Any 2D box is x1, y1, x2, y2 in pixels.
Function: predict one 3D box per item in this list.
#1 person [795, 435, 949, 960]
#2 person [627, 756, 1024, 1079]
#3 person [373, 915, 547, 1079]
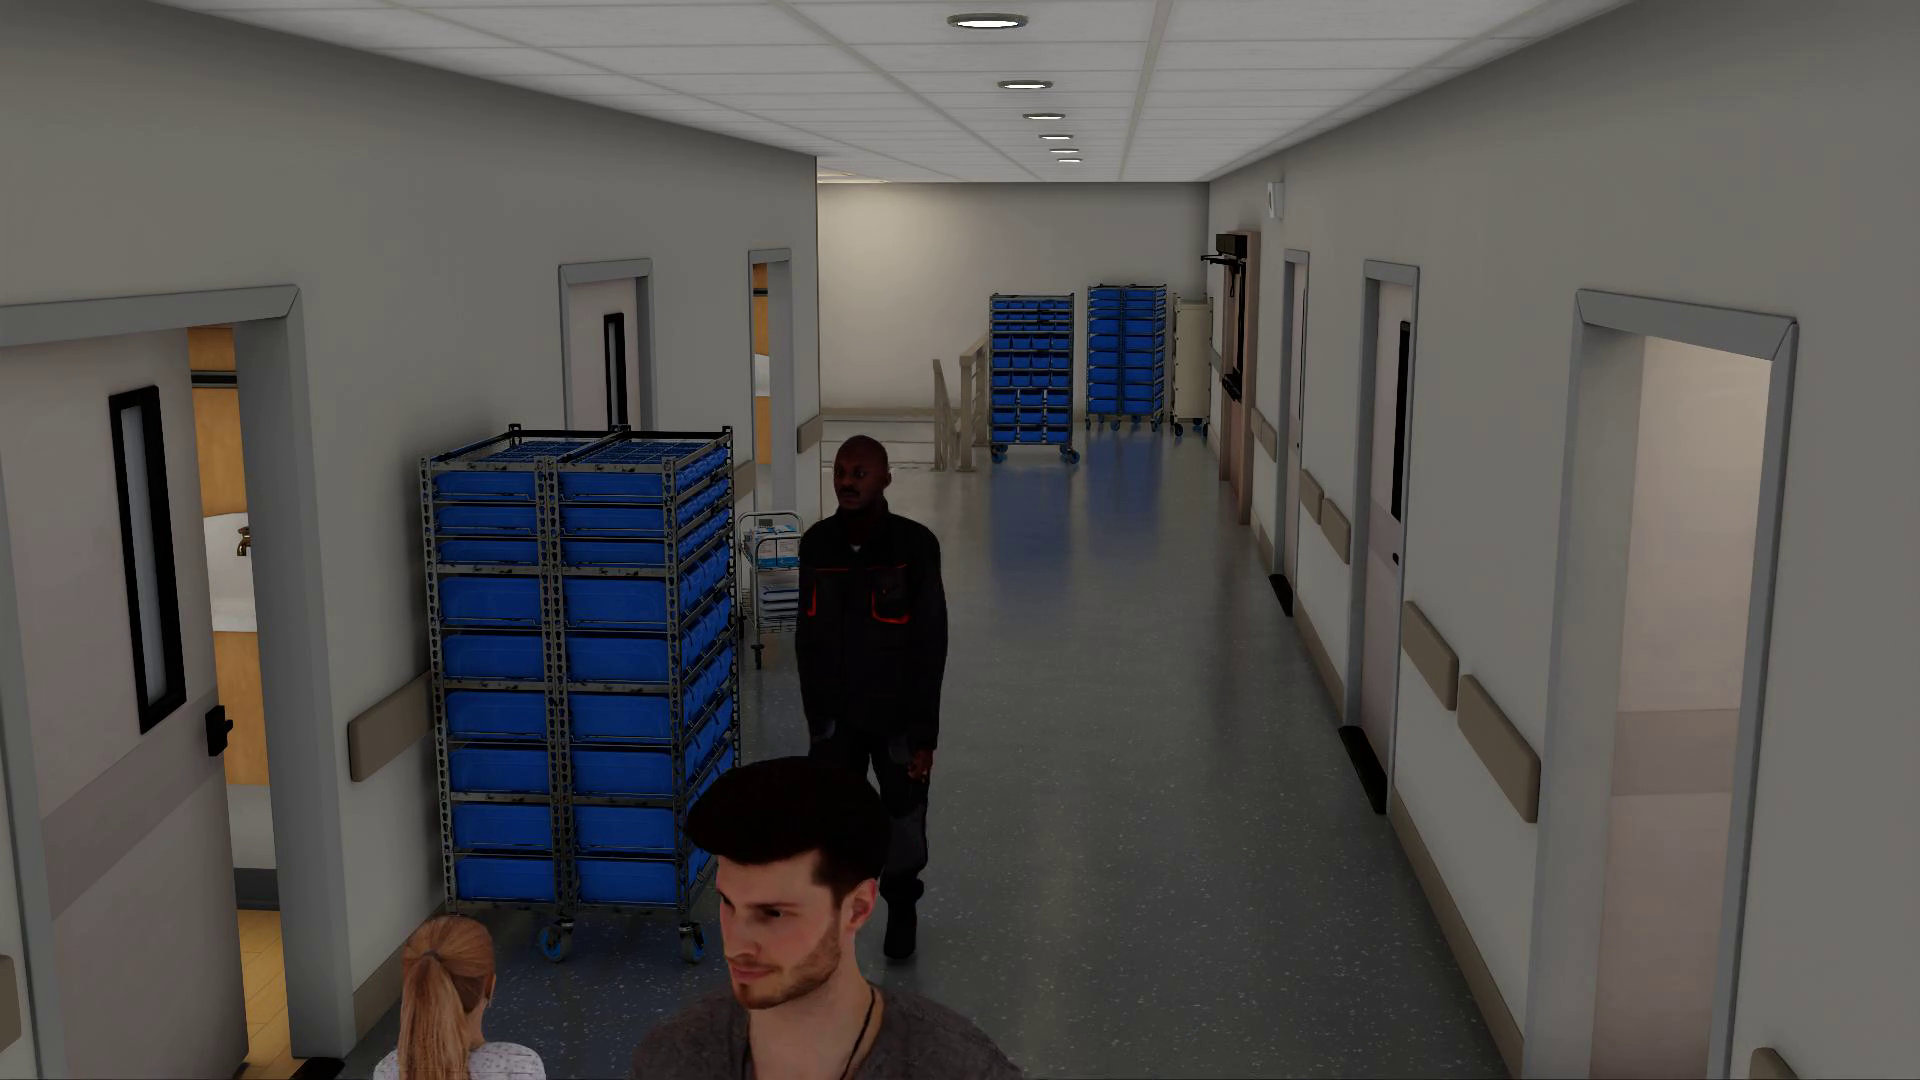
[{"bbox_3d":[-0.256,0.554,5.520,0.766,1.791,1.191,2,11,10],"label":"person"},{"bbox_3d":[-0.098,1.164,2.147,1.036,1.849,1.326,5,12,27],"label":"person"},{"bbox_3d":[-0.881,1.306,2.956,0.497,1.269,0.555,1,11,4],"label":"person"}]
